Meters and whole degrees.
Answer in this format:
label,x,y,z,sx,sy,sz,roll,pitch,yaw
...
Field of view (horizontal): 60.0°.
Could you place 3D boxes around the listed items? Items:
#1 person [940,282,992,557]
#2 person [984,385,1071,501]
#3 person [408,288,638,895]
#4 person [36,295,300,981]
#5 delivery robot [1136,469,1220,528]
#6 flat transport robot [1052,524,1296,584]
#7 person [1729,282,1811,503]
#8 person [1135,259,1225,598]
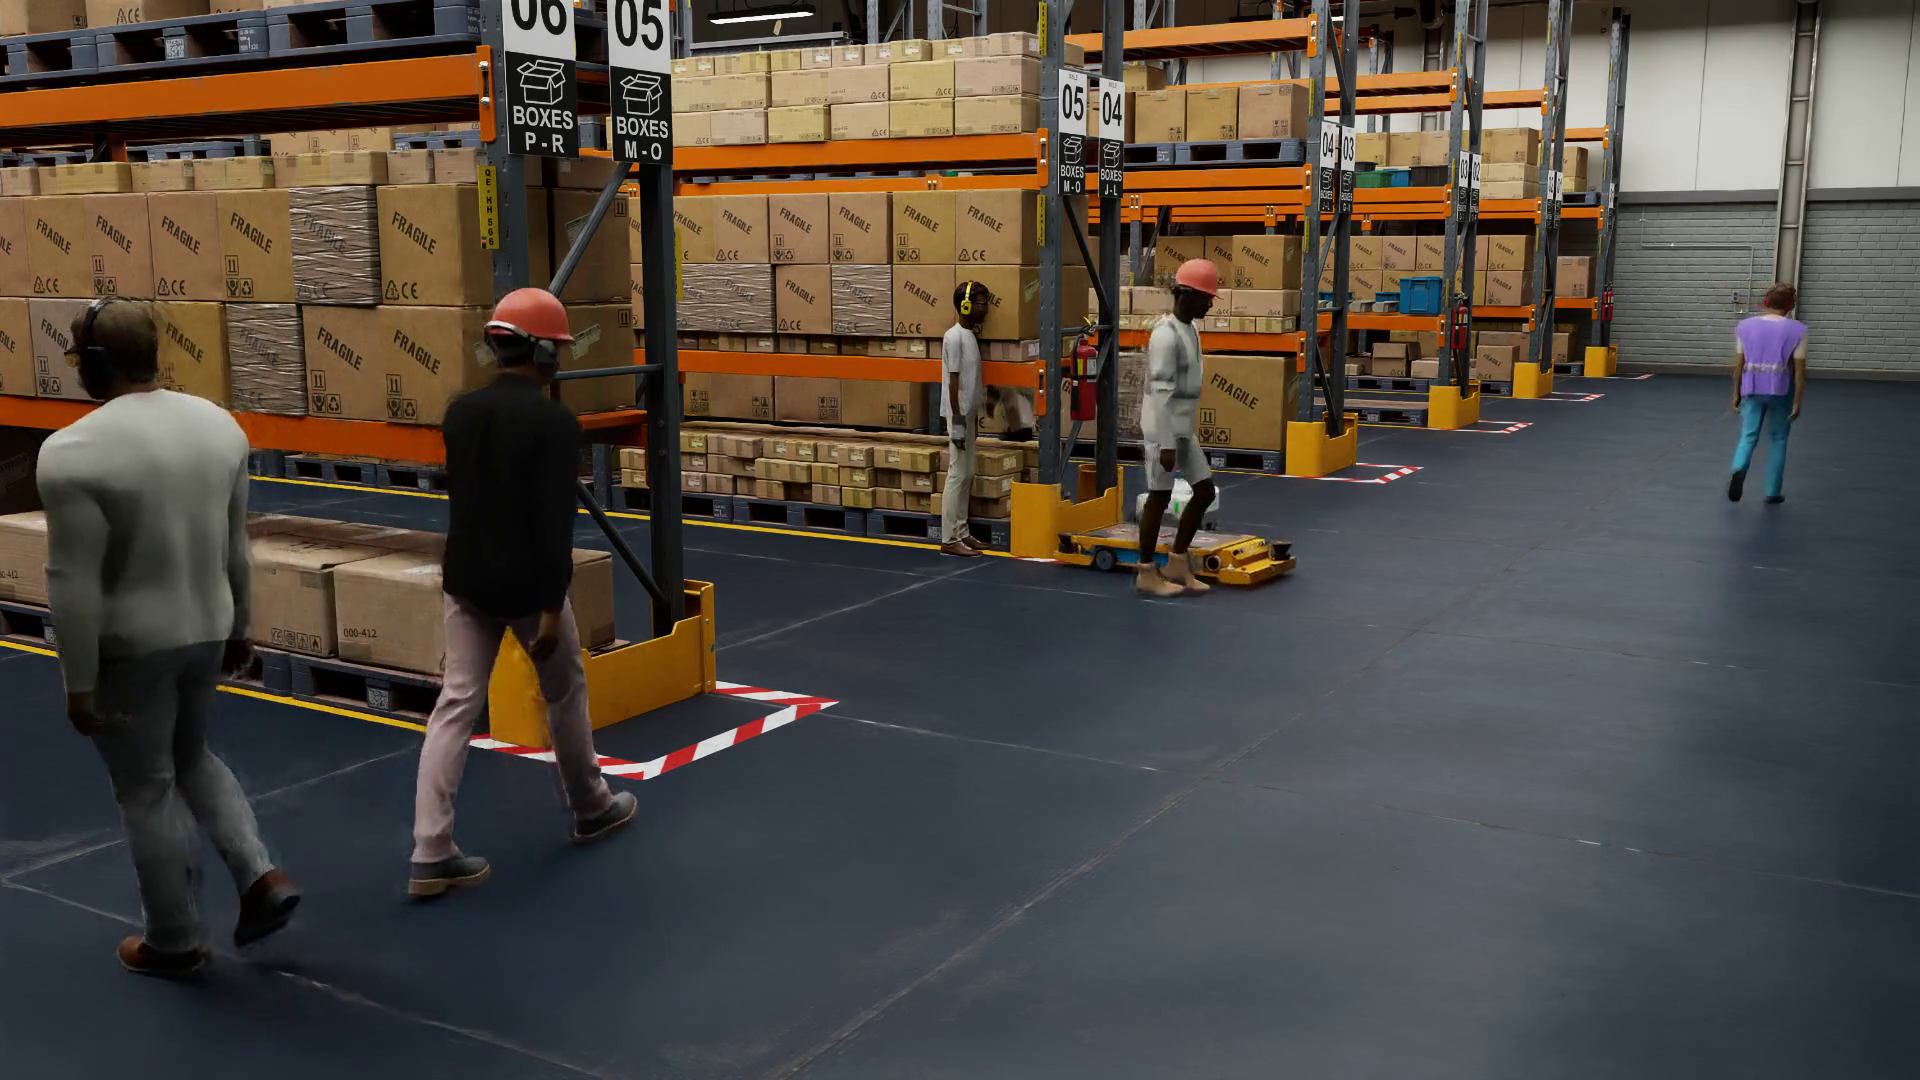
label,x,y,z,sx,sy,sz,roll,pitch,yaw
person,0.039,-0.815,11.297,0.333,1.860,0.510,2,10,14
person,0.553,-1.209,13.423,0.630,1.909,0.988,-10,14,-44
person,-1.481,0.150,5.458,0.595,1.937,0.996,5,11,25
person,-2.202,0.296,4.586,0.478,1.925,0.648,4,11,23
delivery robot,1.511,-0.244,11.482,0.477,0.478,0.707,7,12,33
flat transport robot,1.373,0.069,10.752,1.431,0.197,0.652,7,12,35
person,6.552,-1.176,13.509,0.577,1.821,0.709,8,13,40
person,1.294,-0.632,9.760,0.607,2.006,0.660,4,11,24
